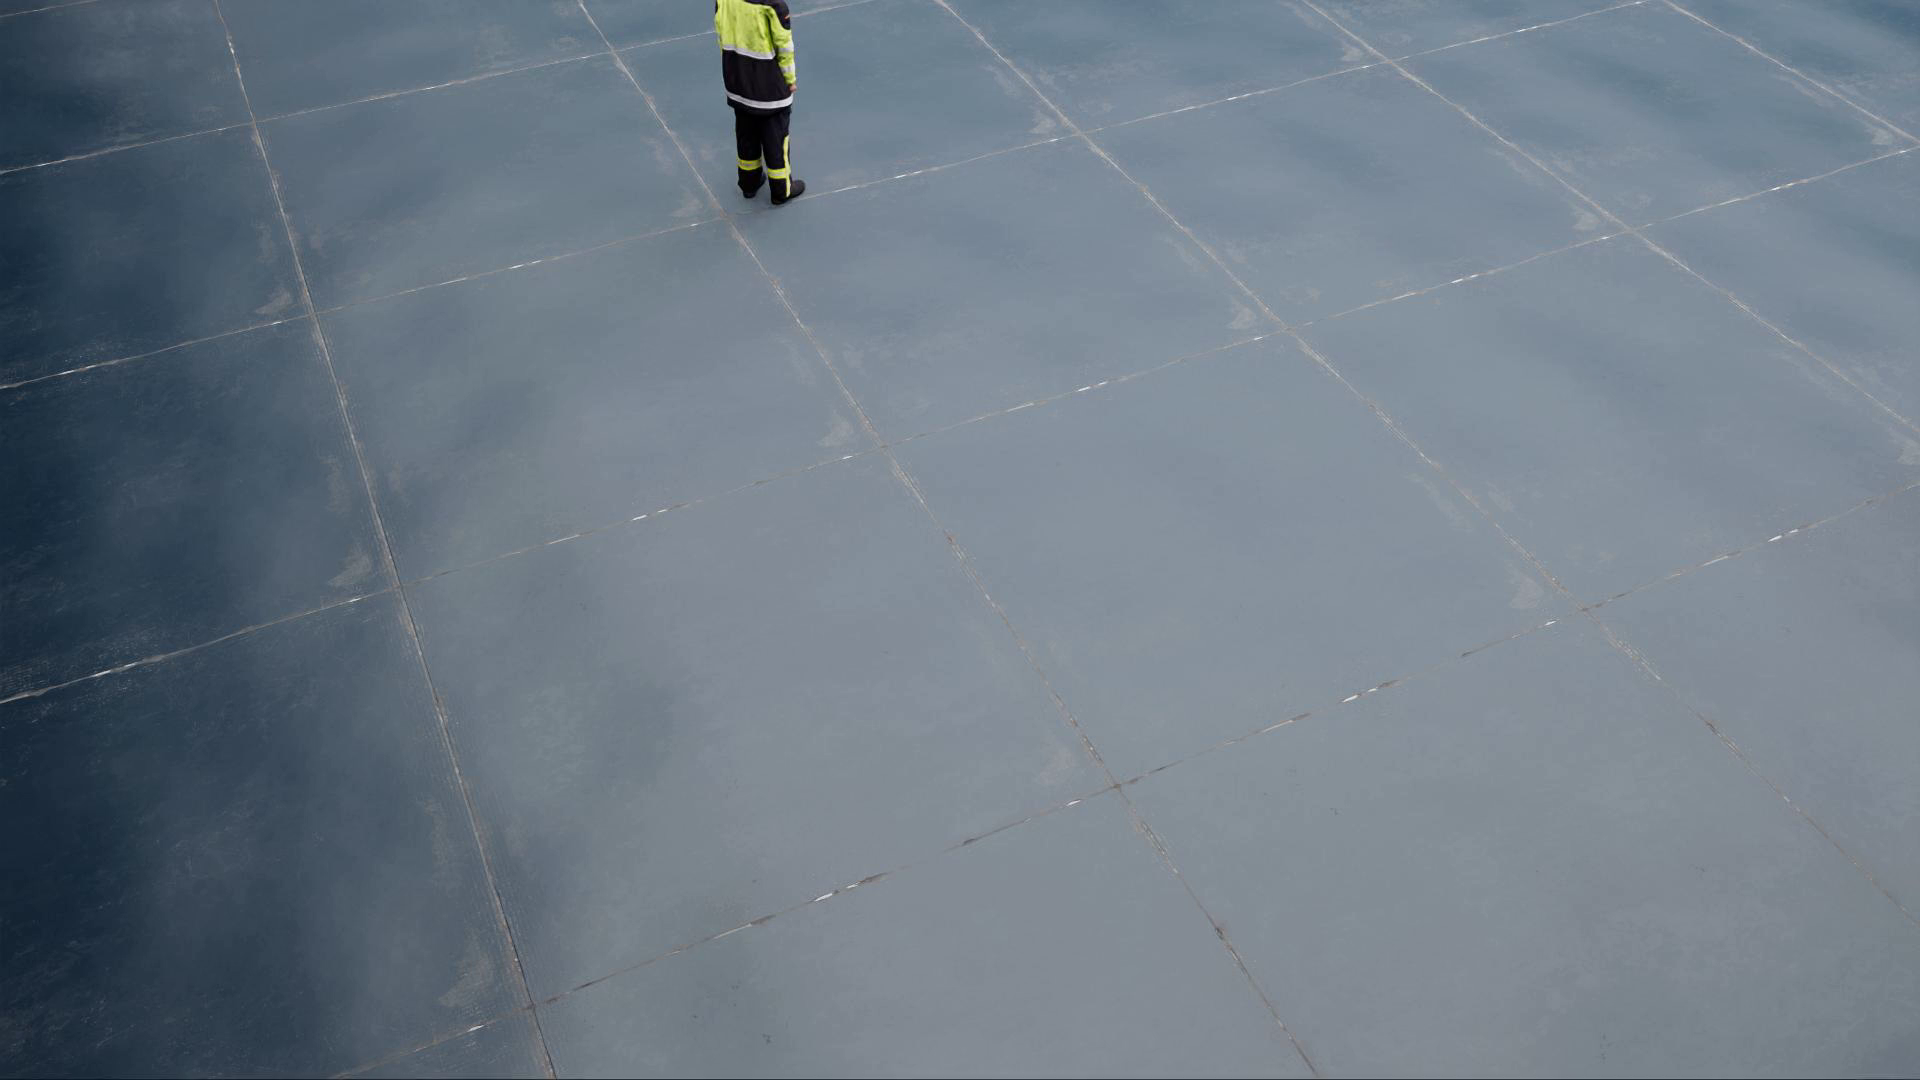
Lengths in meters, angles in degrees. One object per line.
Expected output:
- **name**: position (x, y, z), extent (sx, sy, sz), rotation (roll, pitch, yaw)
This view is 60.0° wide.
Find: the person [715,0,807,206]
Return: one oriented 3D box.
- **person**: position (-1.462, -3.383, 12.011), extent (0.832, 1.977, 0.929), rotation (19, 46, 20)
